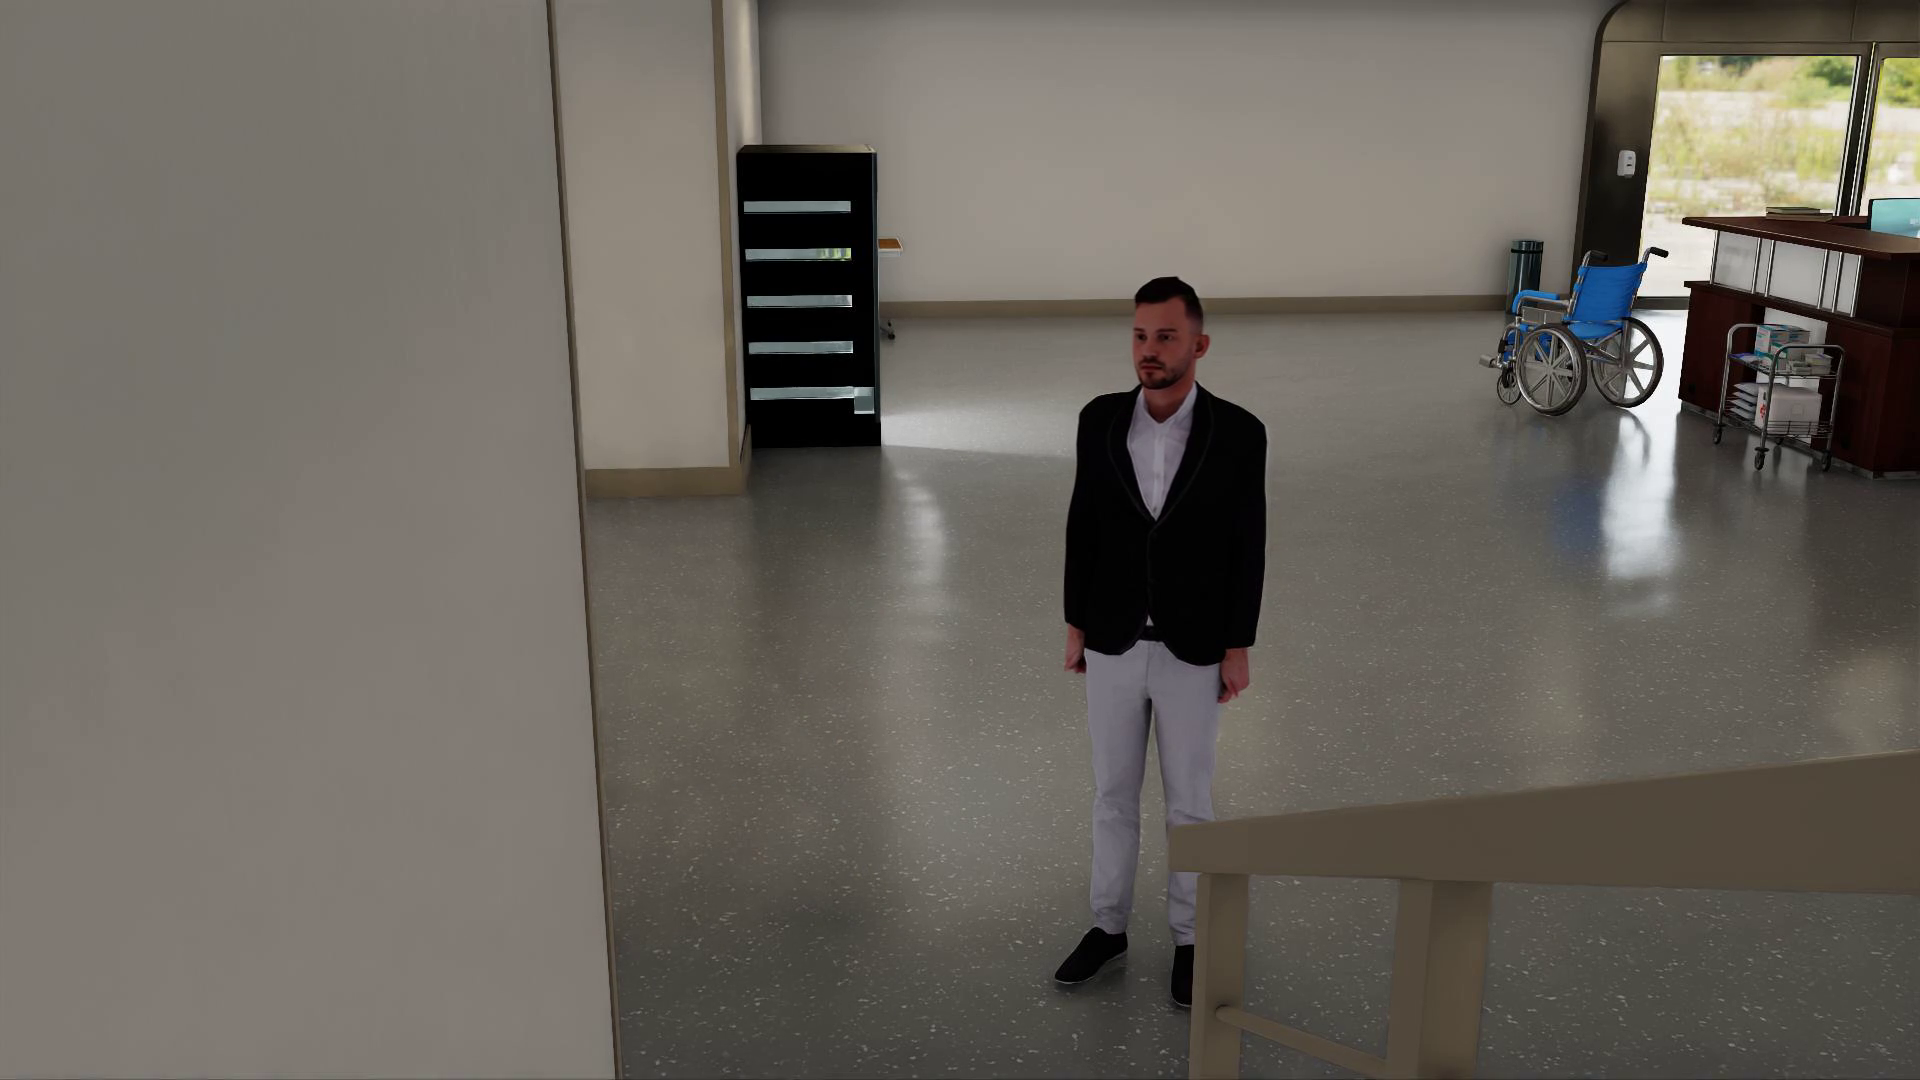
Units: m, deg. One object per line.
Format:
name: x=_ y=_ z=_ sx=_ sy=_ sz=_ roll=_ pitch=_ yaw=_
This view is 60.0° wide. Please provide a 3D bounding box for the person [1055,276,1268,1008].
person: x=0.503 y=0.255 z=4.189 sx=0.737 sy=1.845 sz=0.720 roll=6 pitch=17 yaw=20
